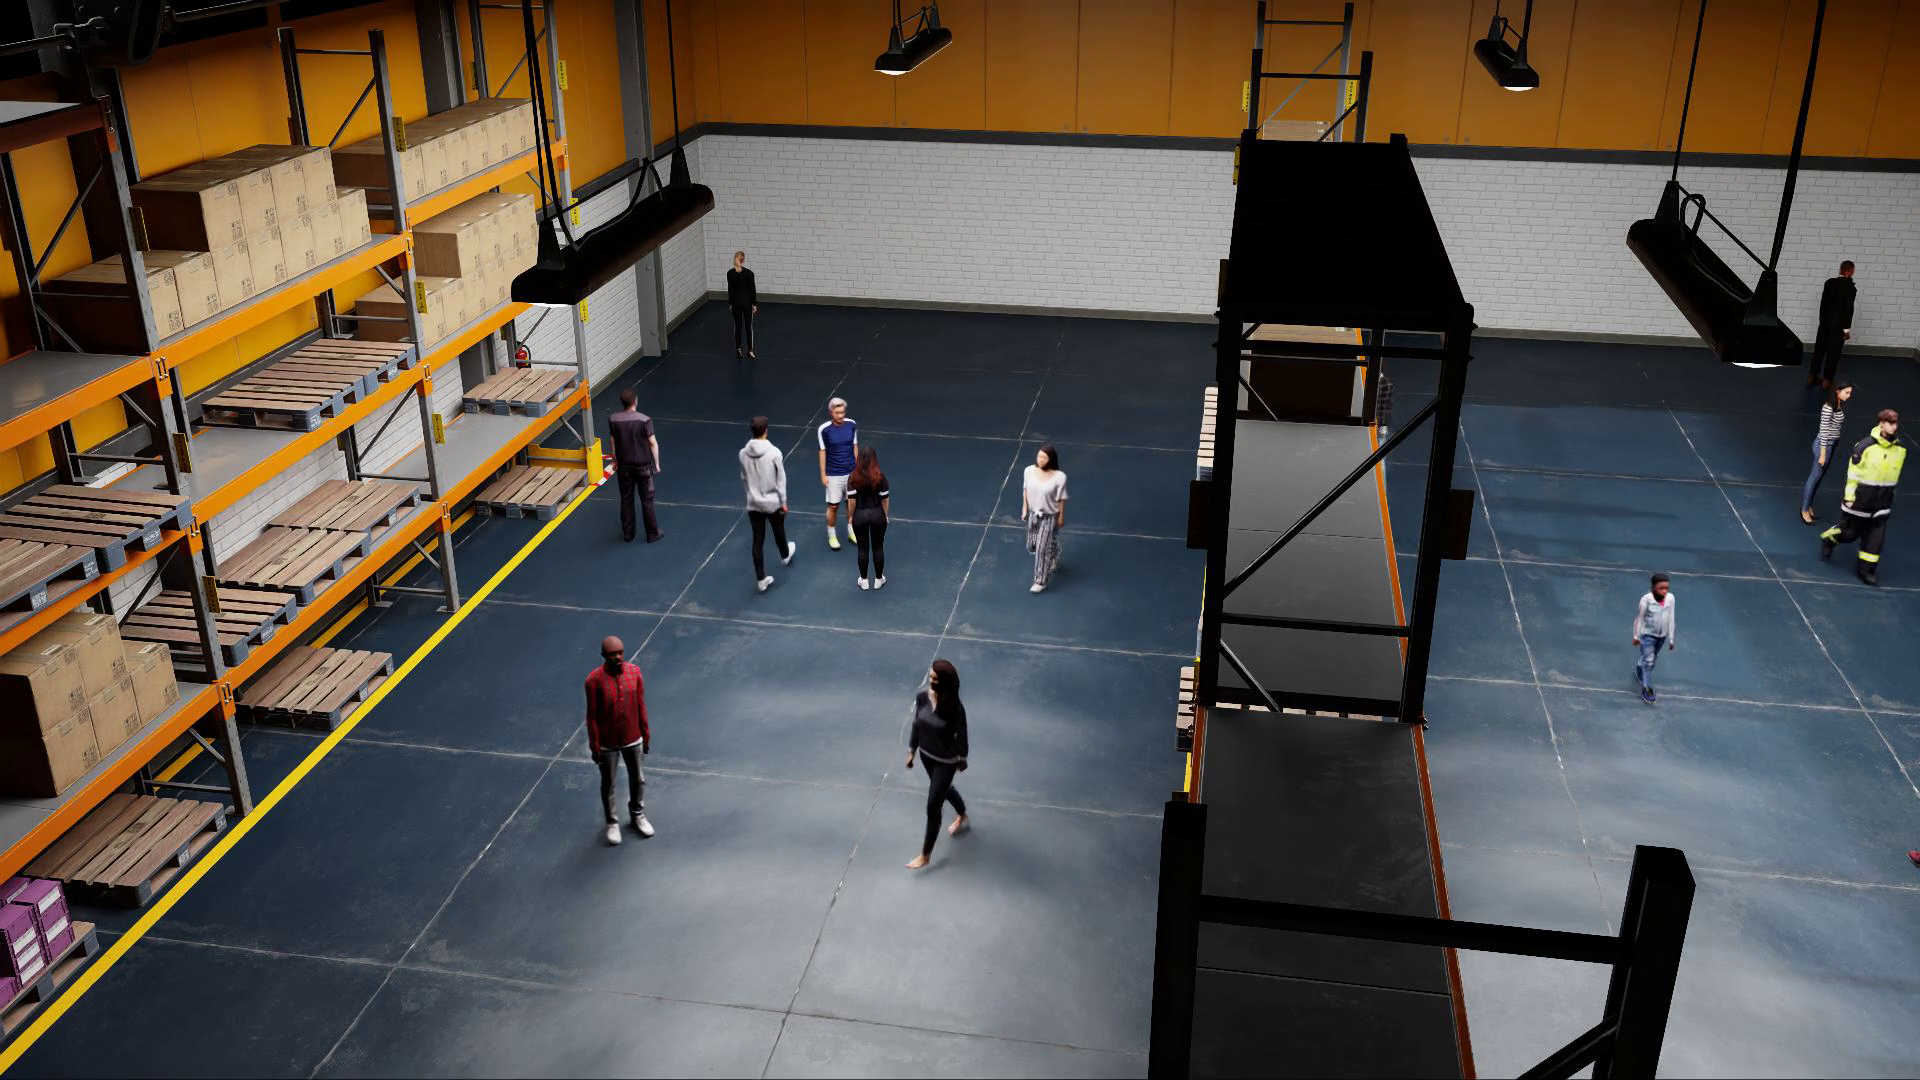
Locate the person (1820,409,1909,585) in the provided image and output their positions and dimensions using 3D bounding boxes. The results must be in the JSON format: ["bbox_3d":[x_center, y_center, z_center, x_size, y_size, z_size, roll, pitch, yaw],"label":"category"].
[{"bbox_3d":[9.985,-0.529,18.340,0.939,1.956,1.156,-2,24,-5],"label":"person"}]

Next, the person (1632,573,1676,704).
[{"bbox_3d":[6.666,0.873,16.021,0.593,1.244,0.921,0,24,-1],"label":"person"}]

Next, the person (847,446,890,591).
[{"bbox_3d":[-0.993,-0.245,18.087,0.664,1.638,0.657,-2,24,-4],"label":"person"}]

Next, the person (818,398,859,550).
[{"bbox_3d":[-1.383,-0.792,19.098,0.731,1.830,0.772,-13,27,-26],"label":"person"}]

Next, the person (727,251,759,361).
[{"bbox_3d":[-3.371,-3.630,25.745,0.621,1.707,0.540,3,24,7],"label":"person"}]

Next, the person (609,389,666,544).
[{"bbox_3d":[-3.764,-0.863,19.241,0.720,1.845,0.566,4,24,8],"label":"person"}]

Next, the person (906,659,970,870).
[{"bbox_3d":[-0.118,1.726,13.466,0.974,1.727,1.217,17,29,34],"label":"person"}]

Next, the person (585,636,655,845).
[{"bbox_3d":[-2.806,1.599,13.639,0.755,1.821,0.784,-11,26,-24],"label":"person"}]

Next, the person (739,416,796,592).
[{"bbox_3d":[-2.164,-0.355,18.042,0.701,1.875,1.146,5,24,12],"label":"person"}]

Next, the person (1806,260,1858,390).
[{"bbox_3d":[12.856,-3.177,24.461,0.860,1.904,0.752,-9,25,-21],"label":"person"}]

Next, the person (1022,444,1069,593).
[{"bbox_3d":[0.951,-0.284,18.147,0.911,1.661,1.063,15,28,31],"label":"person"}]

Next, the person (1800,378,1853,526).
[{"bbox_3d":[10.263,-1.061,19.757,0.719,1.796,0.594,18,29,35],"label":"person"}]
